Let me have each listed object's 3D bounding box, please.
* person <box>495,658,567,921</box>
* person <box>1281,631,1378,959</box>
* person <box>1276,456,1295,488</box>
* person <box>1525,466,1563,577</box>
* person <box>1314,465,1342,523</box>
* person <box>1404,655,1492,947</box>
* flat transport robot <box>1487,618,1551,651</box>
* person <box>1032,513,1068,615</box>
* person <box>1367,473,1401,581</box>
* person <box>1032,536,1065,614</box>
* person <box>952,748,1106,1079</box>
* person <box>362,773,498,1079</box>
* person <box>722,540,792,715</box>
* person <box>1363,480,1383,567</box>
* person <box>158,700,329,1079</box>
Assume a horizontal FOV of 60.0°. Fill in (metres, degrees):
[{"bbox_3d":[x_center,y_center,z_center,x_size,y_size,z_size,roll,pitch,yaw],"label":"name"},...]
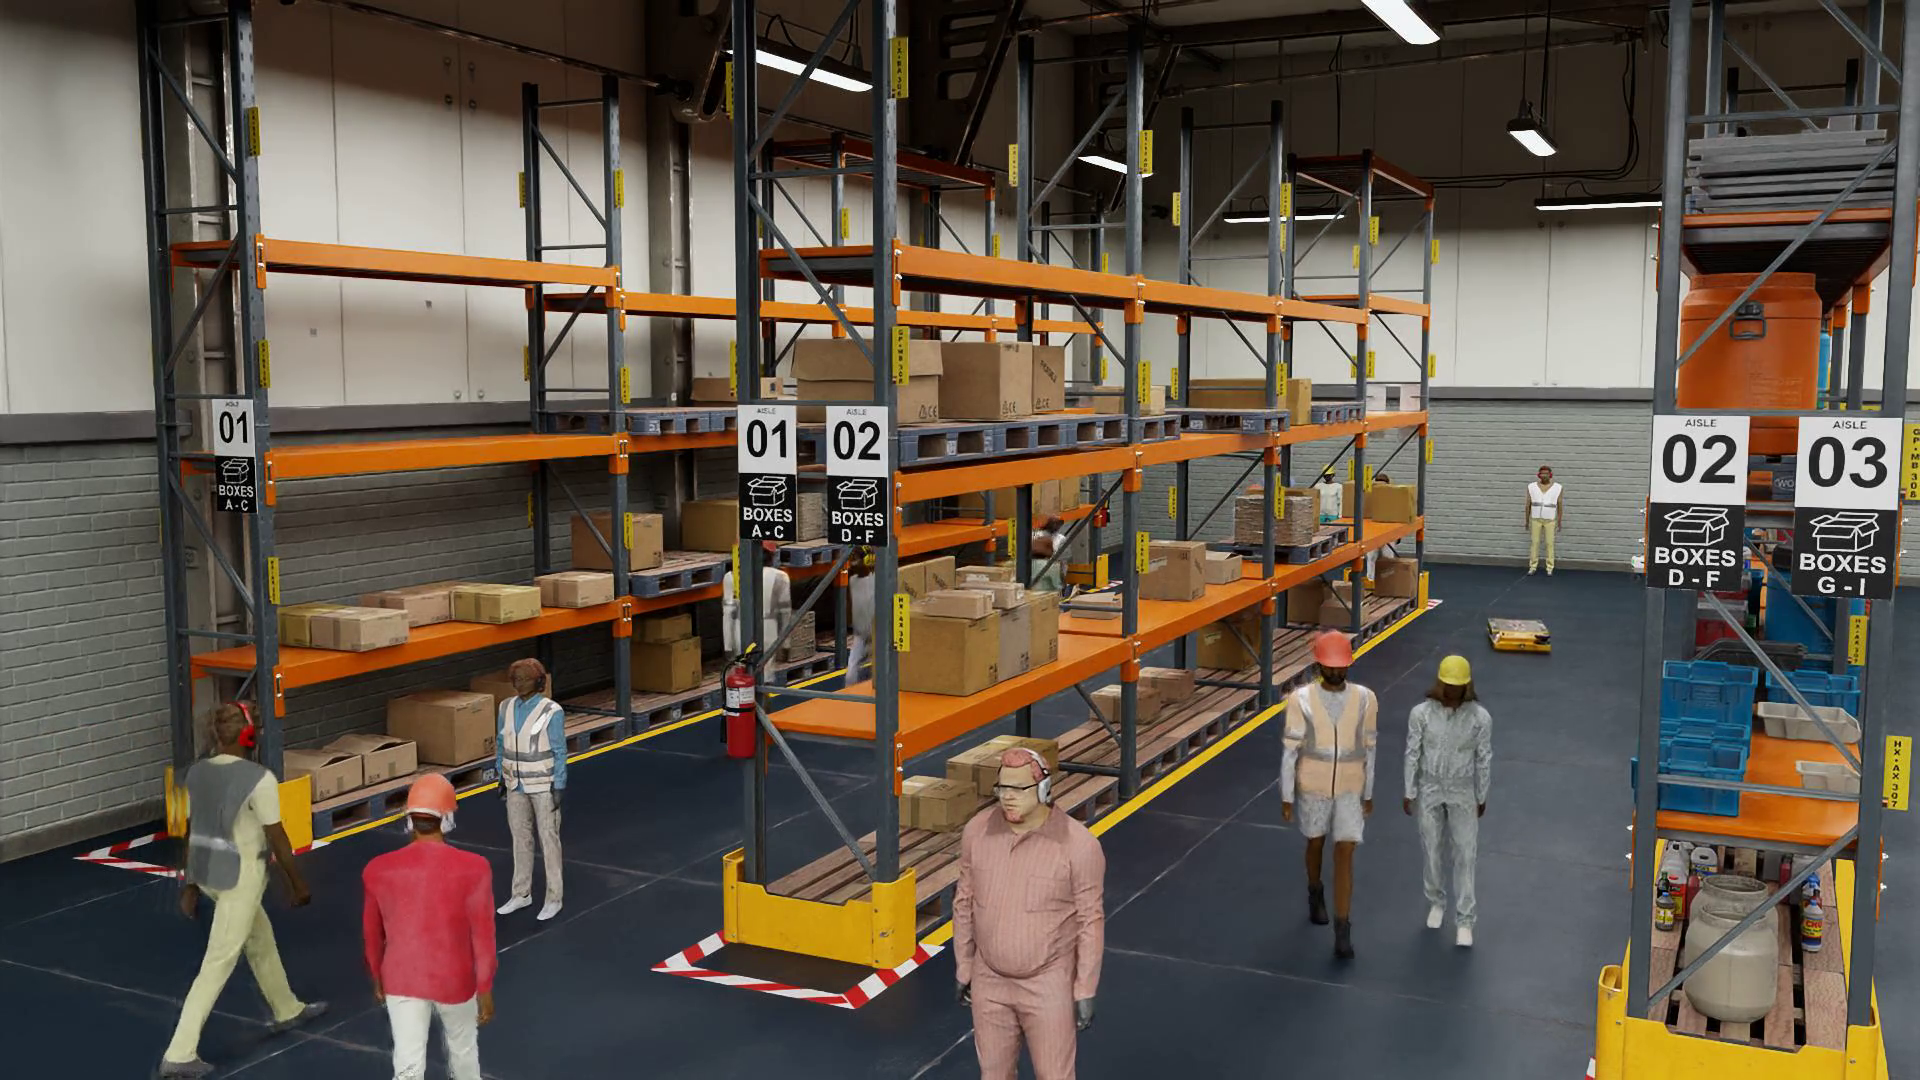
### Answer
[{"bbox_3d":[-2.680,1.548,10.386,0.525,1.636,0.312,3,7,26],"label":"person"},{"bbox_3d":[2.207,1.472,9.953,0.568,1.882,1.020,1,6,6],"label":"person"},{"bbox_3d":[5.683,-0.539,29.364,0.555,1.907,0.807,3,7,29],"label":"person"},{"bbox_3d":[9.651,-0.314,27.491,0.575,1.841,0.375,3,7,26],"label":"person"},{"bbox_3d":[6.419,-0.434,29.031,0.535,1.767,0.315,3,7,26],"label":"person"},{"bbox_3d":[2.925,1.549,9.998,0.503,1.713,0.713,2,6,19],"label":"person"},{"bbox_3d":[6.940,1.163,20.689,0.652,0.197,1.431,1,6,14],"label":"flat transport robot"},{"bbox_3d":[1.100,0.468,21.036,0.598,1.612,0.345,-1,6,-13],"label":"person"},{"bbox_3d":[6.427,-0.098,25.396,0.636,1.842,0.429,3,7,26],"label":"person"},{"bbox_3d":[0.918,0.749,18.390,0.530,1.583,0.880,5,8,42],"label":"person"},{"bbox_3d":[0.253,1.785,6.771,0.655,1.906,0.407,3,7,26],"label":"person"},{"bbox_3d":[-2.264,1.844,7.148,0.588,1.698,0.887,0,6,-3],"label":"person"},{"bbox_3d":[-1.800,0.913,14.806,0.623,1.990,0.753,-1,6,-10],"label":"person"},{"bbox_3d":[6.415,-0.076,25.754,0.476,1.724,0.496,-6,8,-44],"label":"person"},{"bbox_3d":[-3.605,1.692,8.250,0.568,1.796,1.012,4,7,33],"label":"person"}]
